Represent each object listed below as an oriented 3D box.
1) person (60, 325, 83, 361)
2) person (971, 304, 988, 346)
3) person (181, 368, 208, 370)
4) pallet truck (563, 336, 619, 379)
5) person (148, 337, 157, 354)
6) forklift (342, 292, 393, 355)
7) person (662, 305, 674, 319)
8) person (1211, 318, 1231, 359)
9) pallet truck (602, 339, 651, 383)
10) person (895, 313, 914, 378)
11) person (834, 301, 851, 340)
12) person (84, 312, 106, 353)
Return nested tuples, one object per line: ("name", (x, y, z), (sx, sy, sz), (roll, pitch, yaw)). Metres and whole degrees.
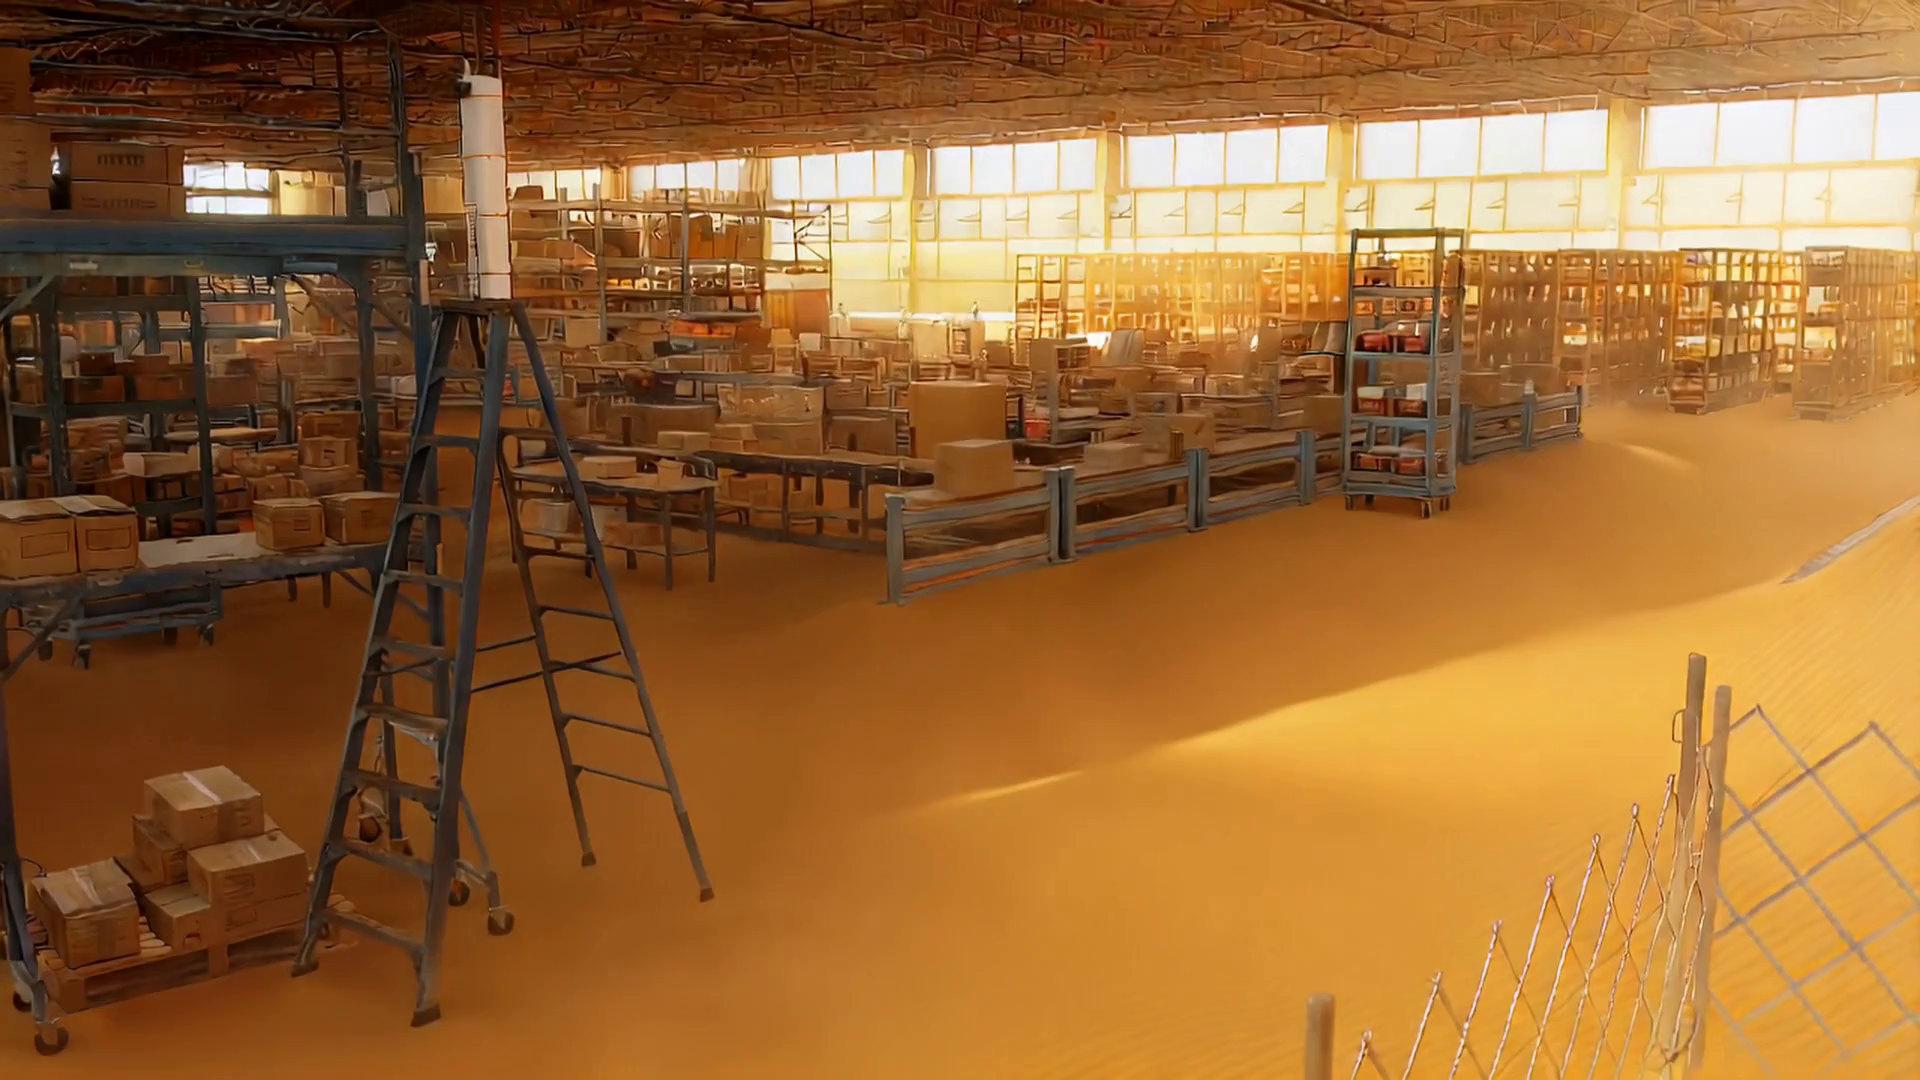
("person", (-21.248, -4.276, 40.078), (0.617, 1.796, 0.839), (5, 10, 29))
("person", (0.724, -8.792, 68.255), (0.892, 1.810, 0.628), (2, 9, 12))
("person", (-23.614, -6.076, 51.111), (0.935, 1.875, 0.638), (-4, 10, -23))
("pallet truck", (-10.690, -5.294, 48.215), (1.601, 1.201, 0.680), (-5, 10, -26))
("person", (-17.984, -3.729, 37.182), (0.498, 1.633, 0.283), (9, 13, 44))
("forklift", (-16.485, -5.622, 45.120), (1.129, 2.768, 1.873), (7, 11, 37))
("person", (-10.381, -7.440, 59.492), (0.548, 1.914, 0.764), (7, 12, 38))
("person", (7.418, -5.389, 47.056), (0.614, 1.795, 0.770), (-1, 9, -8))
("pallet truck", (-8.991, -4.871, 45.351), (0.653, 1.274, 1.630), (7, 11, 37))
("person", (-1.628, -5.616, 48.130), (0.607, 1.901, 0.970), (2, 9, 10))
("person", (-4.623, -8.392, 65.334), (0.642, 1.941, 1.026), (0, 9, 0))
("person", (-26.248, -6.012, 50.584), (0.647, 1.908, 0.409), (3, 9, 16))
